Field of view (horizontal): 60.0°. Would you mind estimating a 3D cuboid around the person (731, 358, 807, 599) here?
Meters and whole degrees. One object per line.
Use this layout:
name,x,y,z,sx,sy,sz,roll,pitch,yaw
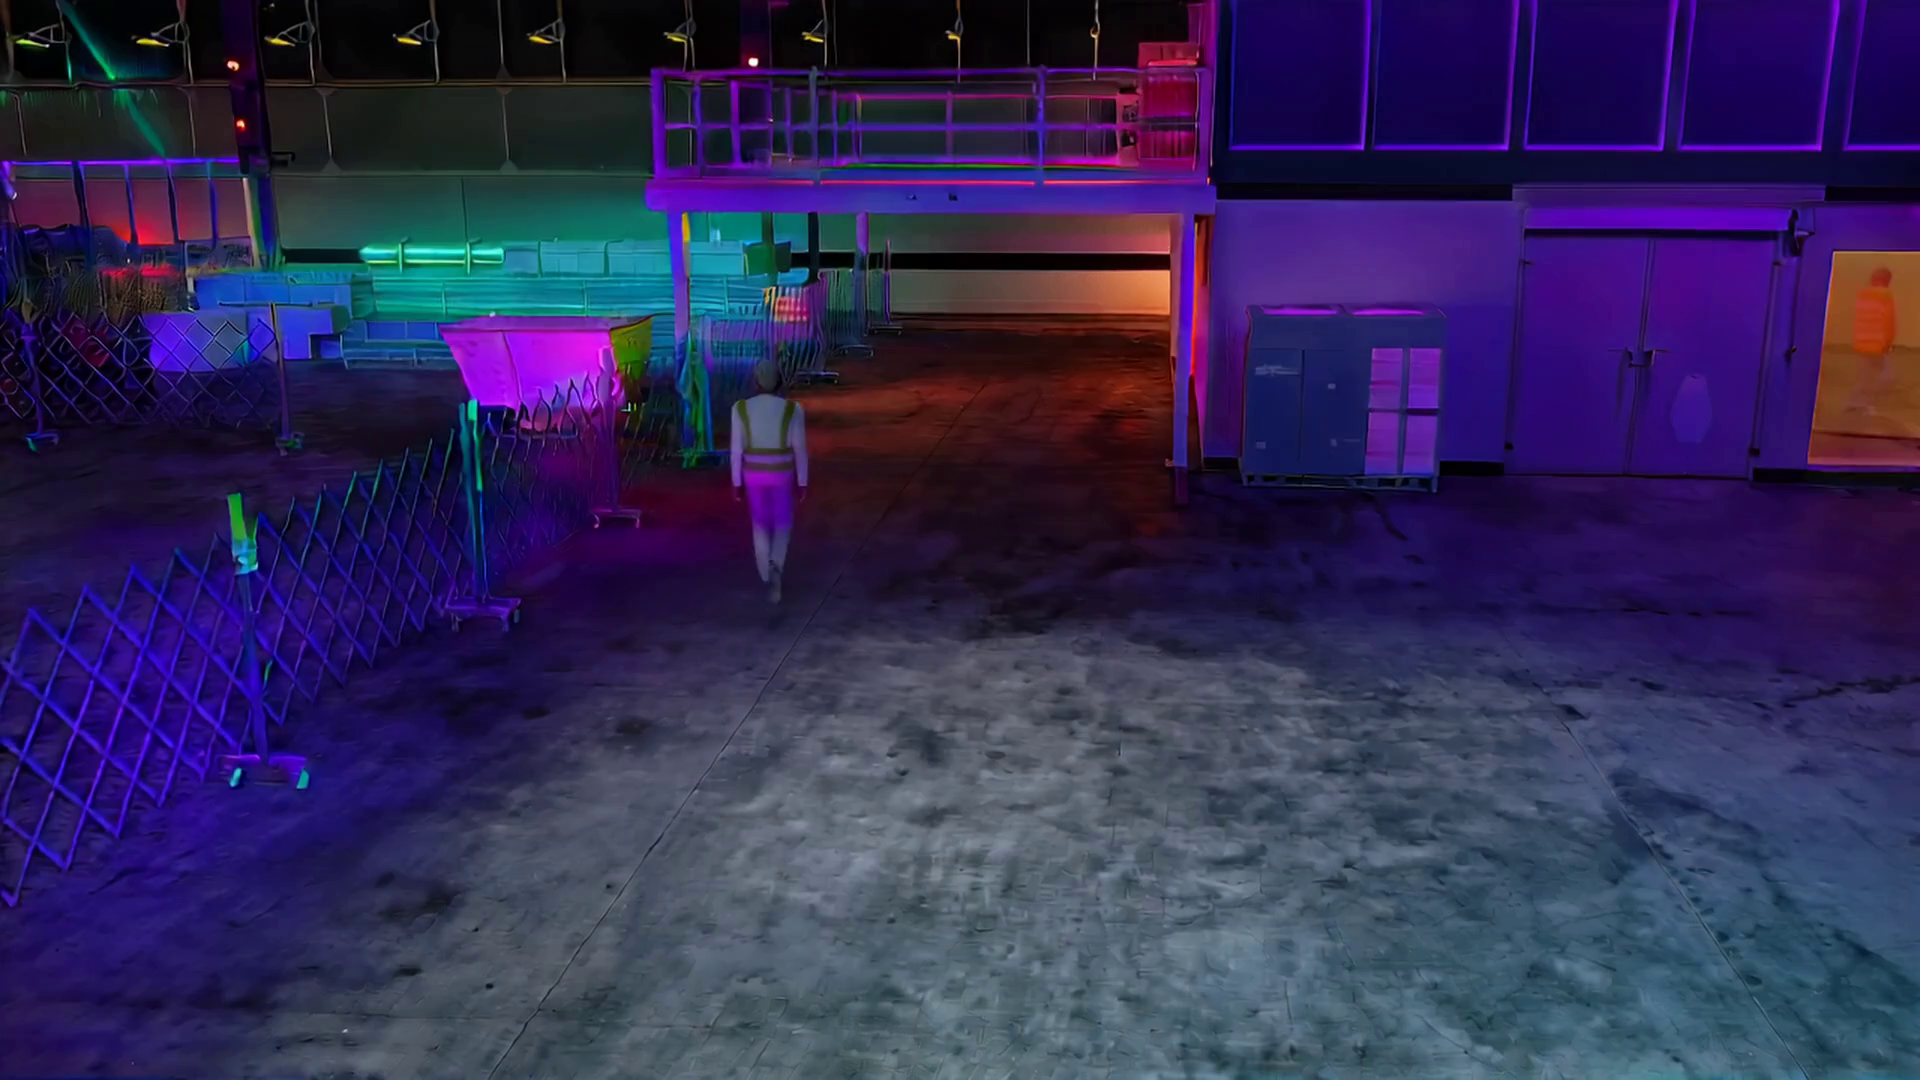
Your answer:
person,-1.477,-0.455,12.793,0.583,1.864,0.714,1,14,4
